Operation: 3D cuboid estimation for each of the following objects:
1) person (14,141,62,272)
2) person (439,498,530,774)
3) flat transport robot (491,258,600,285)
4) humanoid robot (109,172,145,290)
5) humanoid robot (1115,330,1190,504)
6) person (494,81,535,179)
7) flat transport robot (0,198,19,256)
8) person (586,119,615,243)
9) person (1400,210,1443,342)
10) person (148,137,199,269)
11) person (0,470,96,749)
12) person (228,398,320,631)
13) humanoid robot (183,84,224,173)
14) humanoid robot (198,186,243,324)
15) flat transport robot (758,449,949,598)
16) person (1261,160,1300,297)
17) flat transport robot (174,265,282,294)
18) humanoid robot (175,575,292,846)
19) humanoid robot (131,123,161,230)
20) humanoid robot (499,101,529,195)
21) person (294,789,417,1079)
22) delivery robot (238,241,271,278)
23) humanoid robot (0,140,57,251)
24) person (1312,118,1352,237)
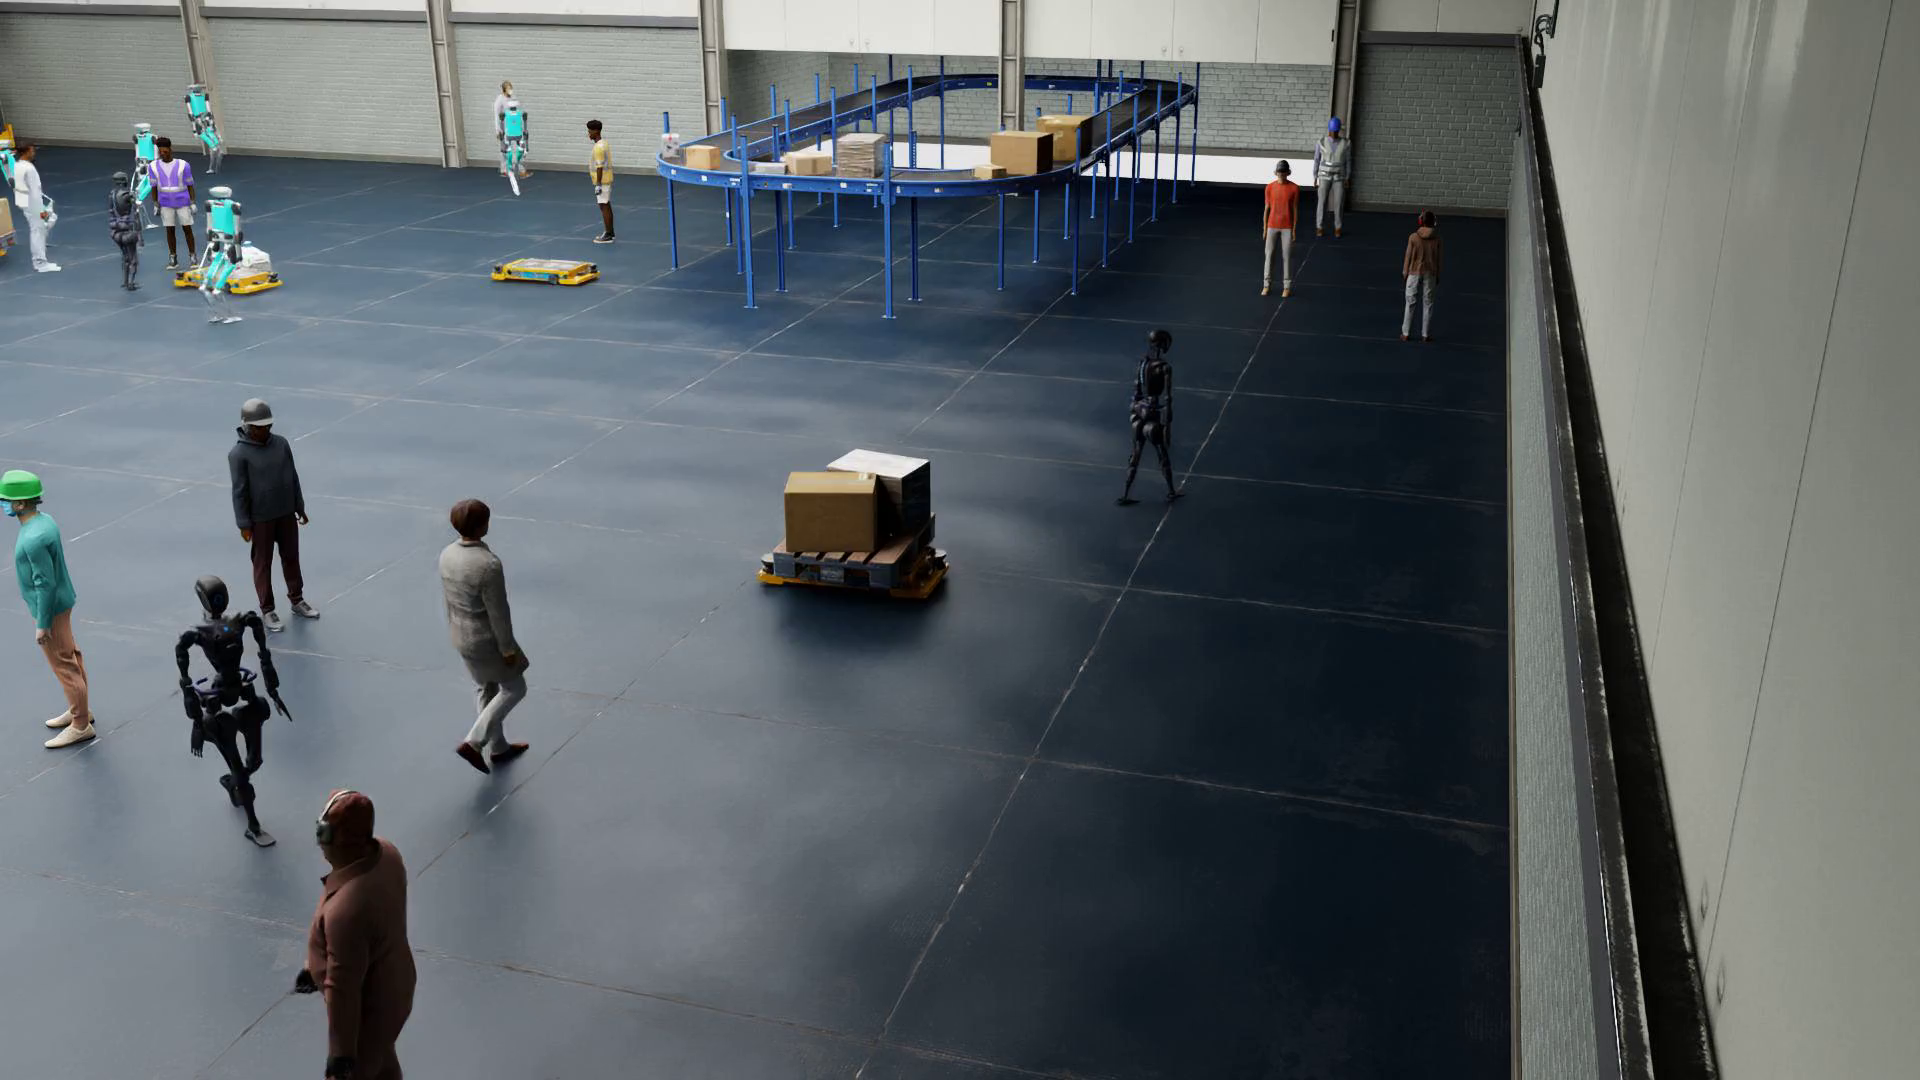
[{"bbox_3d":[-13.820,-4.962,24.766,0.396,1.909,0.636,-19,28,-40],"label":"person"},{"bbox_3d":[-3.004,0.624,10.406,0.523,1.821,0.534,14,25,33],"label":"person"},{"bbox_3d":[-6.072,-3.935,24.383,1.431,0.231,0.659,7,22,17],"label":"flat transport robot"},{"bbox_3d":[-11.906,-4.391,23.645,0.592,1.655,0.419,10,23,25],"label":"humanoid robot"},{"bbox_3d":[1.771,-1.125,15.173,0.697,1.633,0.608,-10,23,-25],"label":"humanoid robot"},{"bbox_3d":[-8.847,-8.130,33.013,0.983,1.894,0.654,7,22,18],"label":"person"},{"bbox_3d":[-15.167,-4.308,25.352,0.659,0.231,1.431,-3,21,-7],"label":"flat transport robot"},{"bbox_3d":[-5.791,-5.799,26.874,0.373,1.959,0.602,-1,21,-3],"label":"person"},{"bbox_3d":[5.783,-3.297,20.811,0.464,1.647,0.317,3,21,8],"label":"person"},{"bbox_3d":[-11.766,-5.045,24.907,0.612,1.963,0.362,-5,22,-14],"label":"person"},{"bbox_3d":[-5.938,0.437,10.814,0.351,1.875,0.508,-9,23,-22],"label":"person"},{"bbox_3d":[-5.212,-0.206,12.578,0.381,1.806,0.550,15,26,34],"label":"person"},{"bbox_3d":[-15.181,-8.289,33.648,0.823,1.769,0.531,12,24,29],"label":"humanoid robot"},{"bbox_3d":[-9.674,-3.666,21.618,0.530,1.752,0.765,7,22,17],"label":"humanoid robot"},{"bbox_3d":[-0.862,0.215,13.619,1.431,0.231,0.659,6,22,14],"label":"flat transport robot"},{"bbox_3d":[4.450,-4.333,23.159,0.472,1.902,0.424,5,22,13],"label":"person"},{"bbox_3d":[-10.517,-3.742,23.884,1.431,0.231,0.659,10,23,24],"label":"flat transport robot"},{"bbox_3d":[-4.311,0.962,9.798,0.738,1.654,0.590,16,26,36],"label":"humanoid robot"},{"bbox_3d":[-13.674,-5.973,27.772,0.543,1.868,0.772,9,23,21],"label":"humanoid robot"},{"bbox_3d":[-8.455,-7.412,31.386,0.556,1.779,0.959,-10,23,-24],"label":"humanoid robot"},{"bbox_3d":[-2.548,1.930,6.947,0.505,1.871,0.692,-2,21,-5],"label":"person"},{"bbox_3d":[-10.395,-4.062,24.321,0.779,0.598,0.499,20,28,41],"label":"delivery robot"},{"bbox_3d":[-14.621,-5.366,26.238,0.791,1.885,0.530,-8,22,-19],"label":"humanoid robot"},{"bbox_3d":[6.102,-5.959,27.331,0.617,1.933,0.415,3,21,7],"label":"person"}]
